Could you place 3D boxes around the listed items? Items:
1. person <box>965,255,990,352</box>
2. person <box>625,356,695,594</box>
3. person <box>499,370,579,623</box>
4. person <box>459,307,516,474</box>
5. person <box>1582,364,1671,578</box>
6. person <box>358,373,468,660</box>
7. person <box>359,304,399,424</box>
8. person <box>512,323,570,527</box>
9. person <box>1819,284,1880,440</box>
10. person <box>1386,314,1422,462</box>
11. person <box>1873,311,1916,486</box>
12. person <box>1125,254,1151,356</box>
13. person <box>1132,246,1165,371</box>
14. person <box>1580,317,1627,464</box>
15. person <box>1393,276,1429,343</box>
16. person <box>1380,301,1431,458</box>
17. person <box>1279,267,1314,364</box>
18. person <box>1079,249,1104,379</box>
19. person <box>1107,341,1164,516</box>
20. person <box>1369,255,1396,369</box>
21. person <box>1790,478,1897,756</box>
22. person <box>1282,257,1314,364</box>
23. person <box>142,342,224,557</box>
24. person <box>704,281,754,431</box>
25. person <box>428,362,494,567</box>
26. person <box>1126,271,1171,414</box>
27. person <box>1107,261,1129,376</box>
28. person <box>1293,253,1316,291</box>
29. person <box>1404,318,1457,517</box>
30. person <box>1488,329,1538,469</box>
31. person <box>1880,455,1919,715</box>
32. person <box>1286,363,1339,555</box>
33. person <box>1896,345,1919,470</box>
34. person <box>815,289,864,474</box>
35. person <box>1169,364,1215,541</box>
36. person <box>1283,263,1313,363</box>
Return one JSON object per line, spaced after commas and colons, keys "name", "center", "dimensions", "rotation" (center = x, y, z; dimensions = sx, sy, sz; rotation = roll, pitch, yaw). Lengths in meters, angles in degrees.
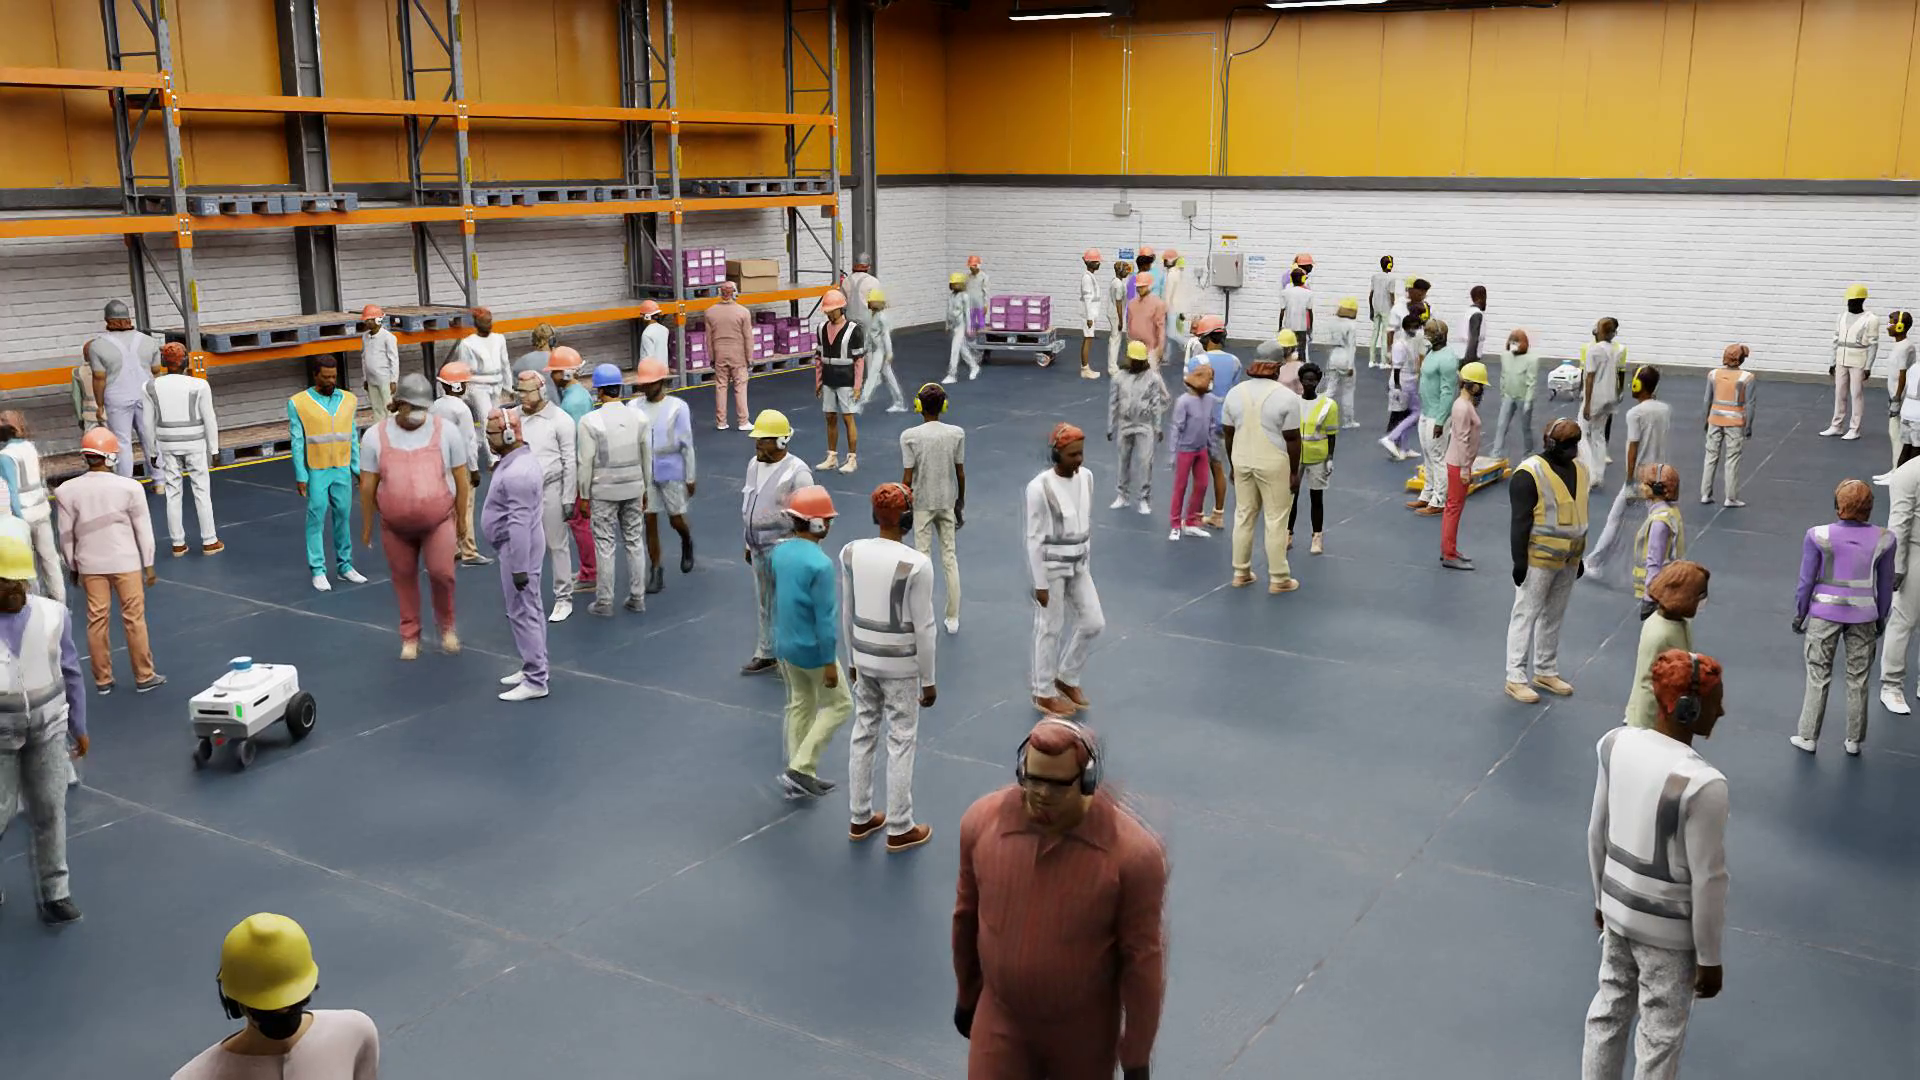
{"name": "person", "center": [0.284, -4.222, 29.784], "dimensions": [0.561, 1.740, 0.363], "rotation": [11, 17, 39]}
{"name": "person", "center": [-2.421, -0.556, 13.492], "dimensions": [0.562, 1.916, 0.683], "rotation": [2, 13, 8]}
{"name": "person", "center": [-3.191, -0.330, 12.533], "dimensions": [0.651, 1.905, 0.409], "rotation": [5, 14, 19]}
{"name": "person", "center": [-5.298, -1.663, 18.439], "dimensions": [0.804, 1.859, 0.575], "rotation": [8, 15, 33]}
{"name": "person", "center": [5.448, -0.508, 13.488], "dimensions": [0.497, 1.817, 0.987], "rotation": [-6, 14, -25]}
{"name": "person", "center": [-3.788, -0.167, 11.532], "dimensions": [0.723, 2.000, 0.534], "rotation": [-3, 13, -11]}
{"name": "person", "center": [-6.916, -1.923, 19.774], "dimensions": [0.571, 1.749, 0.343], "rotation": [8, 15, 31]}
{"name": "person", "center": [-3.890, -1.081, 15.728], "dimensions": [0.627, 1.936, 0.370], "rotation": [4, 14, 16]}
{"name": "person", "center": [11.041, -2.205, 20.619], "dimensions": [0.382, 1.924, 0.594], "rotation": [-5, 14, -21]}
{"name": "person", "center": [5.136, -1.761, 19.189], "dimensions": [0.322, 1.699, 0.536], "rotation": [12, 17, 41]}
{"name": "person", "center": [9.998, -1.504, 17.745], "dimensions": [0.359, 1.862, 0.515], "rotation": [7, 15, 27]}
{"name": "person", "center": [2.843, -3.539, 26.370], "dimensions": [0.406, 1.953, 0.616], "rotation": [-5, 14, -20]}
{"name": "person", "center": [3.038, -3.762, 27.147], "dimensions": [0.613, 2.034, 0.408], "rotation": [-7, 15, -26]}
{"name": "person", "center": [7.309, -1.697, 18.940], "dimensions": [0.533, 1.689, 0.334], "rotation": [0, 13, 0]}
{"name": "person", "center": [6.583, -2.989, 24.427], "dimensions": [0.522, 1.734, 0.858], "rotation": [6, 14, 24]}
{"name": "person", "center": [5.157, -1.829, 19.187], "dimensions": [0.569, 1.838, 0.562], "rotation": [-6, 14, -23]}
{"name": "person", "center": [4.945, -3.073, 24.524], "dimensions": [0.518, 1.865, 0.323], "rotation": [2, 13, 10]}
{"name": "person", "center": [2.071, -3.567, 26.272], "dimensions": [0.374, 2.043, 0.613], "rotation": [1, 13, 6]}
{"name": "person", "center": [1.721, -1.104, 16.322], "dimensions": [0.566, 1.703, 0.674], "rotation": [2, 13, 8]}
{"name": "person", "center": [7.010, -3.776, 27.575], "dimensions": [0.309, 1.864, 0.534], "rotation": [-10, 16, -36]}
{"name": "person", "center": [5.137, 0.458, 9.697], "dimensions": [0.514, 1.642, 0.310], "rotation": [3, 13, 12]}
{"name": "person", "center": [5.699, -3.867, 28.093], "dimensions": [0.429, 1.838, 0.677], "rotation": [-11, 17, -39]}
{"name": "person", "center": [-6.802, -0.790, 14.574], "dimensions": [0.583, 1.882, 0.338], "rotation": [-3, 13, -11]}
{"name": "person", "center": [-2.918, -2.341, 21.257], "dimensions": [0.642, 1.908, 0.407], "rotation": [3, 13, 14]}
{"name": "person", "center": [-4.289, -0.651, 14.253], "dimensions": [0.562, 1.753, 0.327], "rotation": [11, 17, 40]}
{"name": "person", "center": [2.513, -2.625, 22.360], "dimensions": [0.621, 1.967, 0.785], "rotation": [10, 16, 37]}
{"name": "person", "center": [2.528, -3.550, 26.667], "dimensions": [0.341, 1.839, 0.501], "rotation": [-1, 13, -5]}
{"name": "person", "center": [5.529, -3.640, 26.811], "dimensions": [0.351, 1.942, 0.545], "rotation": [0, 13, 1]}
{"name": "person", "center": [4.622, -1.193, 16.213], "dimensions": [0.371, 1.935, 0.627], "rotation": [0, 13, 0]}
{"name": "person", "center": [6.140, -1.538, 18.443], "dimensions": [0.859, 1.584, 0.508], "rotation": [-10, 16, -37]}
{"name": "person", "center": [6.131, 0.151, 10.443], "dimensions": [0.651, 1.907, 0.409], "rotation": [-2, 13, -10]}
{"name": "person", "center": [3.047, -0.717, 14.664], "dimensions": [0.540, 1.700, 0.316], "rotation": [6, 14, 23]}
{"name": "person", "center": [9.789, -1.241, 16.960], "dimensions": [0.319, 1.692, 0.534], "rotation": [1, 13, 5]}
{"name": "person", "center": [-1.362, -1.742, 18.365], "dimensions": [0.613, 2.038, 0.398], "rotation": [8, 15, 31]}
{"name": "person", "center": [2.130, -0.799, 15.195], "dimensions": [0.542, 1.623, 0.342], "rotation": [-11, 17, -39]}
{"name": "person", "center": [5.533, -3.656, 27.288], "dimensions": [0.535, 1.761, 0.357], "rotation": [11, 17, 40]}
